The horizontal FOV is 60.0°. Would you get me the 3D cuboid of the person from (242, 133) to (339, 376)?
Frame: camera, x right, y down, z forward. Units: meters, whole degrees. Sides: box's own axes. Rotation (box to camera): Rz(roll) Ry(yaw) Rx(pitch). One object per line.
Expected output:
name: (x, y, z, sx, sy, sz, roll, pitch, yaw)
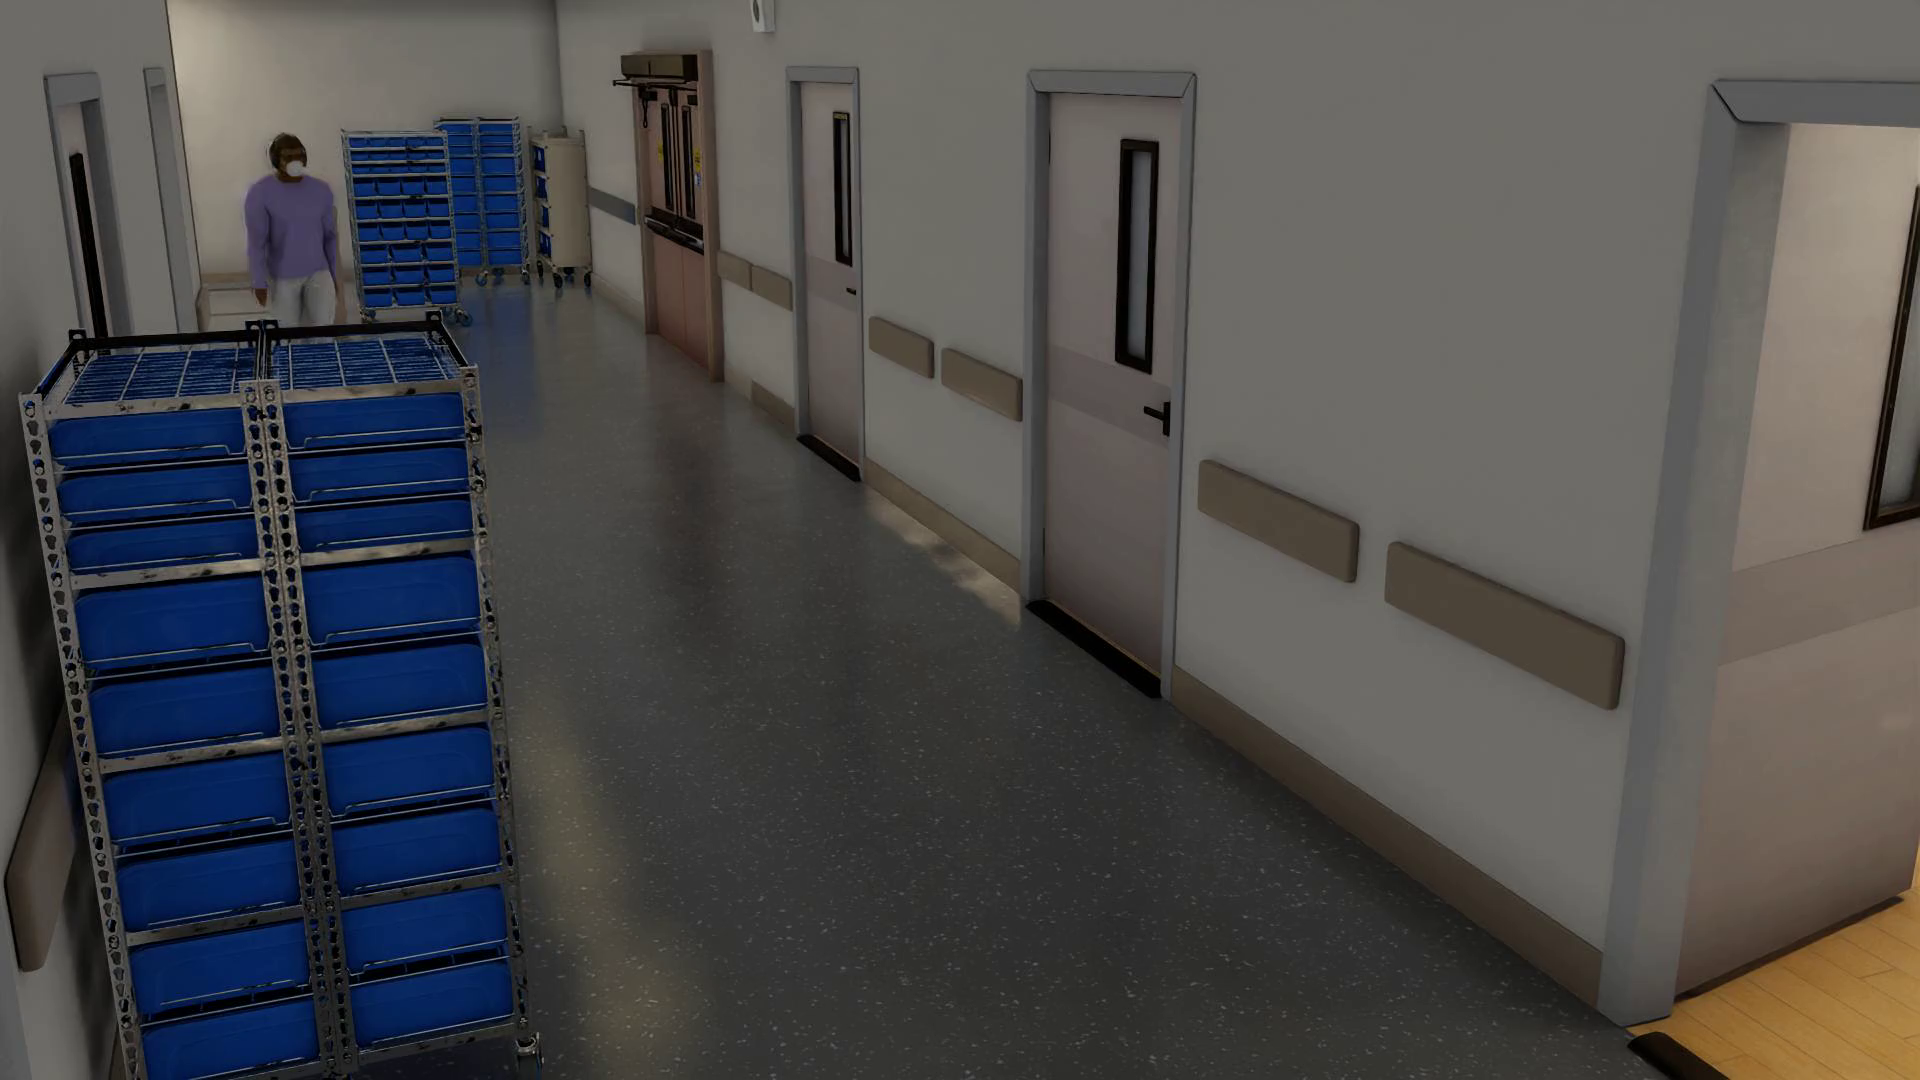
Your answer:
person: (-4.585, -1.815, 11.388, 0.852, 1.914, 0.638, 14, 21, 41)
